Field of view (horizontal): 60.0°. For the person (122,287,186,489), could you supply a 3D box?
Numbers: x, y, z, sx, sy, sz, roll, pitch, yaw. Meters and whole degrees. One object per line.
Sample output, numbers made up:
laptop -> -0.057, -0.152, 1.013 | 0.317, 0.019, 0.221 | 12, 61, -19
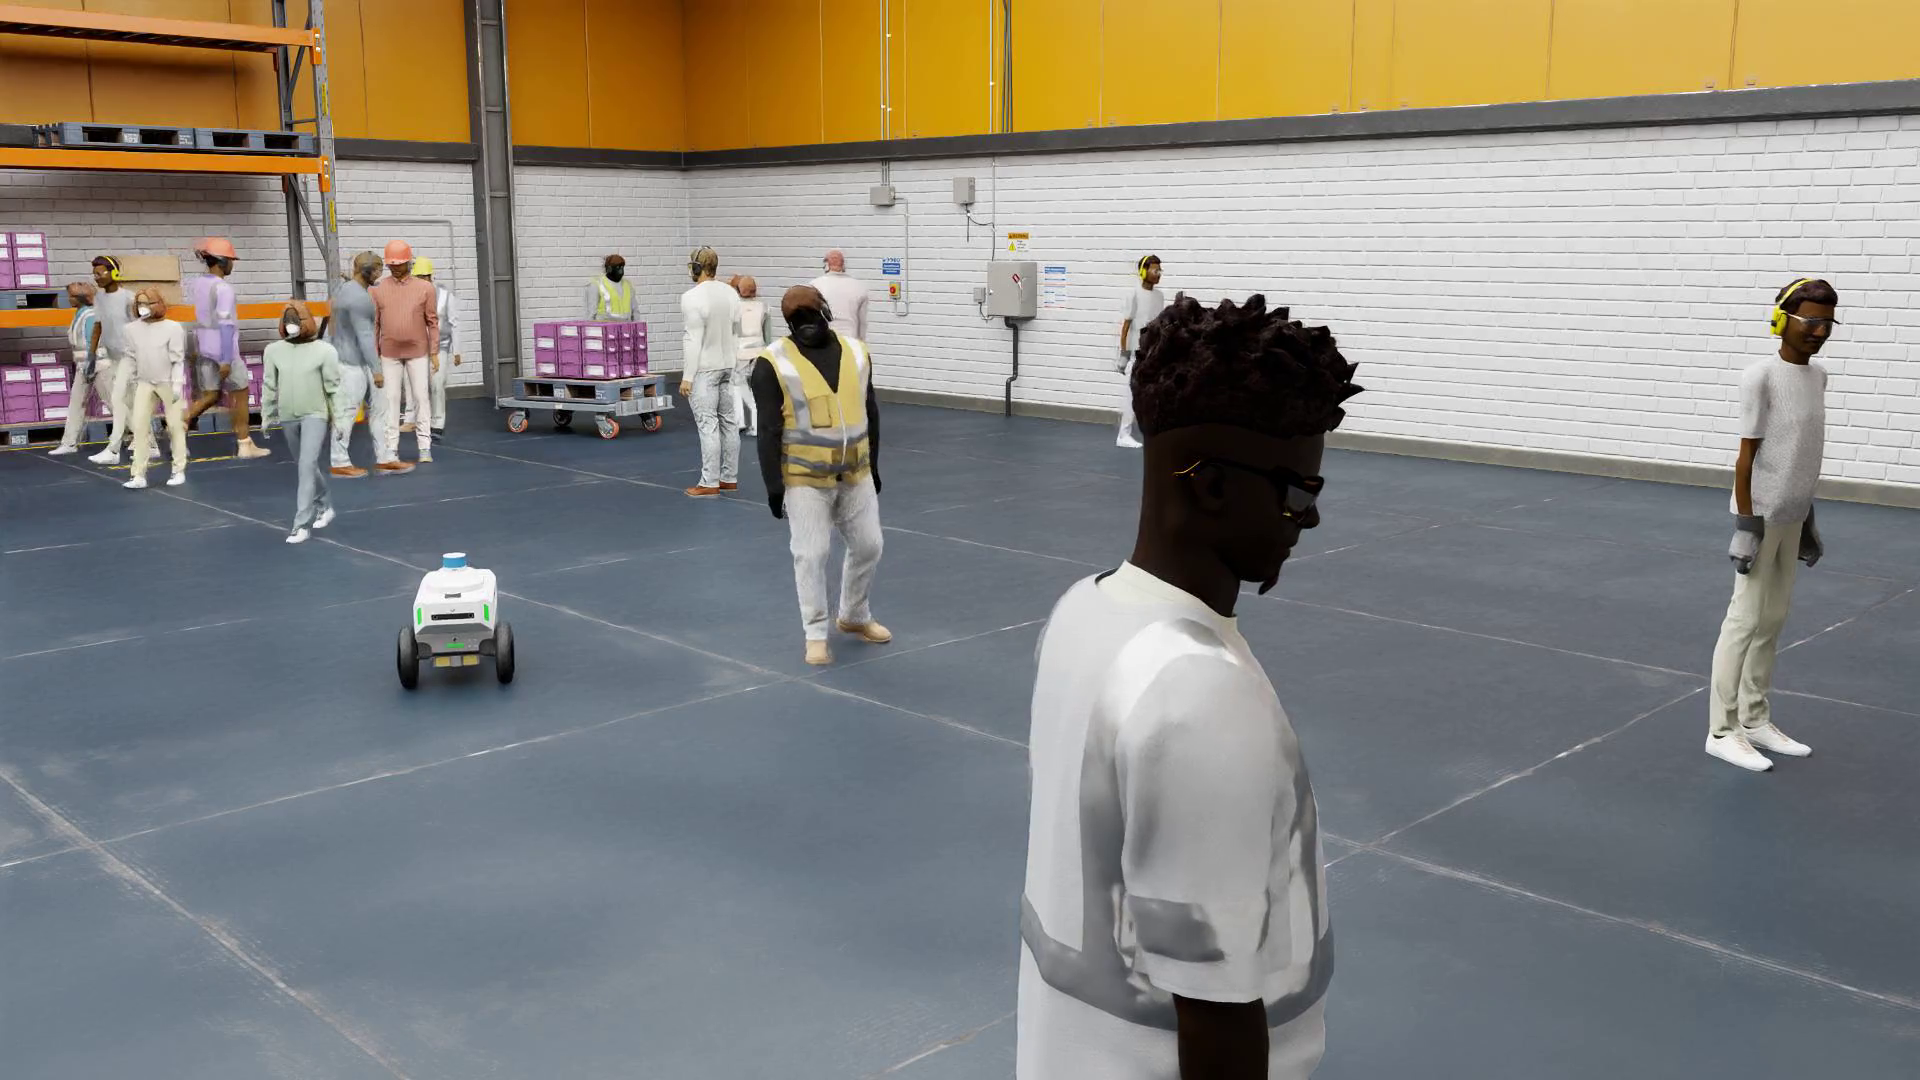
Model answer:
person -> -6.435, -1.198, 13.259 | 0.504, 1.602, 0.753 | 0, 10, 2

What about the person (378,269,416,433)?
person -> -5.748, -2.047, 17.286 | 0.637, 1.827, 0.653 | 2, 11, 10

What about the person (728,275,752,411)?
person -> -2.364, -2.051, 17.944 | 0.871, 1.579, 0.515 | 5, 11, 25

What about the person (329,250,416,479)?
person -> -4.911, -1.444, 13.825 | 0.820, 1.887, 0.650 | -4, 11, -19

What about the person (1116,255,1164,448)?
person -> 1.832, -1.743, 15.643 | 0.932, 1.817, 0.557 | 9, 14, 41

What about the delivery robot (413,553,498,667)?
delivery robot -> -2.323, 0.303, 7.681 | 0.477, 0.478, 0.707 | -3, 11, -13

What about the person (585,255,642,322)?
person -> -3.903, -2.351, 19.033 | 0.953, 1.790, 0.651 | 8, 13, 39

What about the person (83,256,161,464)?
person -> -7.529, -1.585, 14.770 | 0.501, 1.822, 0.881 | 6, 12, 28

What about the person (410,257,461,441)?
person -> -5.278, -1.867, 16.371 | 0.623, 1.795, 0.827 | 0, 10, -2

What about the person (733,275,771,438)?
person -> -2.129, -1.840, 16.713 | 0.519, 1.625, 0.425 | -5, 11, -24

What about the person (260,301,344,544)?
person -> -4.436, -0.819, 11.245 | 0.511, 1.593, 0.856 | 1, 10, 5

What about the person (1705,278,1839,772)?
person -> 3.139, -0.062, 6.373 | 0.513, 1.864, 0.331 | -7, 13, -34

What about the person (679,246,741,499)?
person -> -1.932, -1.285, 12.827 | 0.371, 1.940, 0.627 | 6, 12, 29

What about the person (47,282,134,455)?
person -> -8.054, -1.603, 15.513 | 0.852, 1.600, 0.529 | -10, 14, -43

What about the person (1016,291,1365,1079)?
person -> 0.264, 0.689, 2.011 | 0.388, 1.958, 0.601 | -2, 11, -9

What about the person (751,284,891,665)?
person -> -0.646, -0.308, 7.890 | 0.724, 1.804, 0.513 | -7, 12, -33

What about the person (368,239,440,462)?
person -> -4.945, -1.670, 14.805 | 0.613, 1.983, 0.406 | -2, 11, -9

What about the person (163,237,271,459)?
person -> -6.692, -1.690, 14.853 | 0.600, 2.015, 0.849 | 8, 13, 36

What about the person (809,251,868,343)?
person -> -1.247, -1.892, 16.352 | 0.664, 1.855, 0.858 | -3, 11, -14
